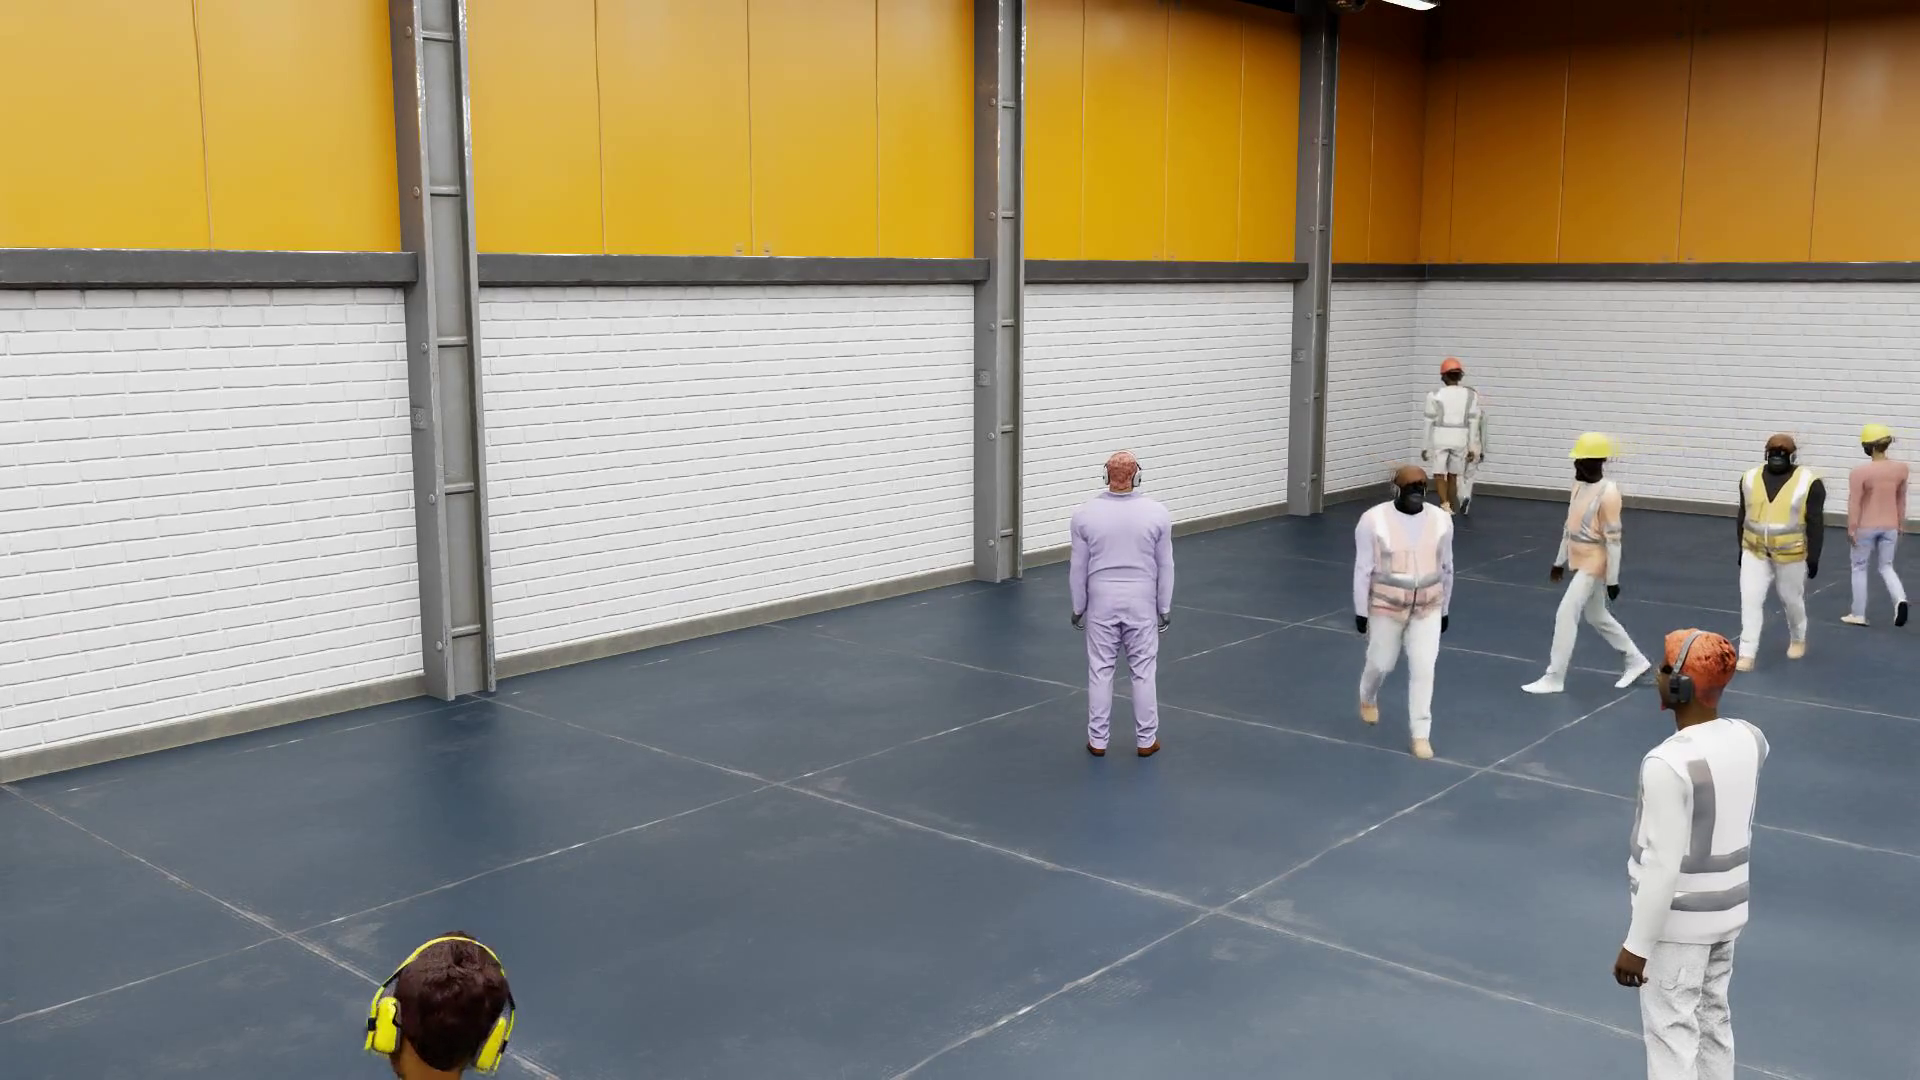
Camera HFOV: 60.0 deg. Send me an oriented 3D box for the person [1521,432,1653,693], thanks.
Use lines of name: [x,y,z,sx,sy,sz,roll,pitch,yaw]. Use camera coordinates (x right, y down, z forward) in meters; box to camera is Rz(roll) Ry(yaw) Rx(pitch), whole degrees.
person: [4.534,0.161,11.842,0.947,1.889,0.588,0,9,2]

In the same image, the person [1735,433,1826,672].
person: [6.247,0.073,12.663,0.637,1.809,0.928,8,12,43]

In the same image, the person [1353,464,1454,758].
person: [2.789,0.406,10.545,0.636,1.819,0.812,0,9,-1]

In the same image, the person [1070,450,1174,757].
person: [0.998,0.397,10.283,0.639,1.910,0.407,1,9,7]

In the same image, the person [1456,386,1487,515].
person: [6.244,-1.084,20.498,0.515,1.622,0.542,0,9,-1]

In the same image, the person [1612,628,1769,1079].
person: [2.289,1.207,5.274,0.573,1.883,0.355,-7,11,-38]

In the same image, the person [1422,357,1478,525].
person: [5.749,-1.130,19.512,0.619,2.028,0.753,0,9,1]

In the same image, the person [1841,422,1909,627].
person: [7.700,-0.109,13.936,0.528,1.749,0.578,0,9,-2]

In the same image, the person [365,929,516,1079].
person: [-0.962,1.616,2.930,0.722,1.816,0.606,7,11,37]
